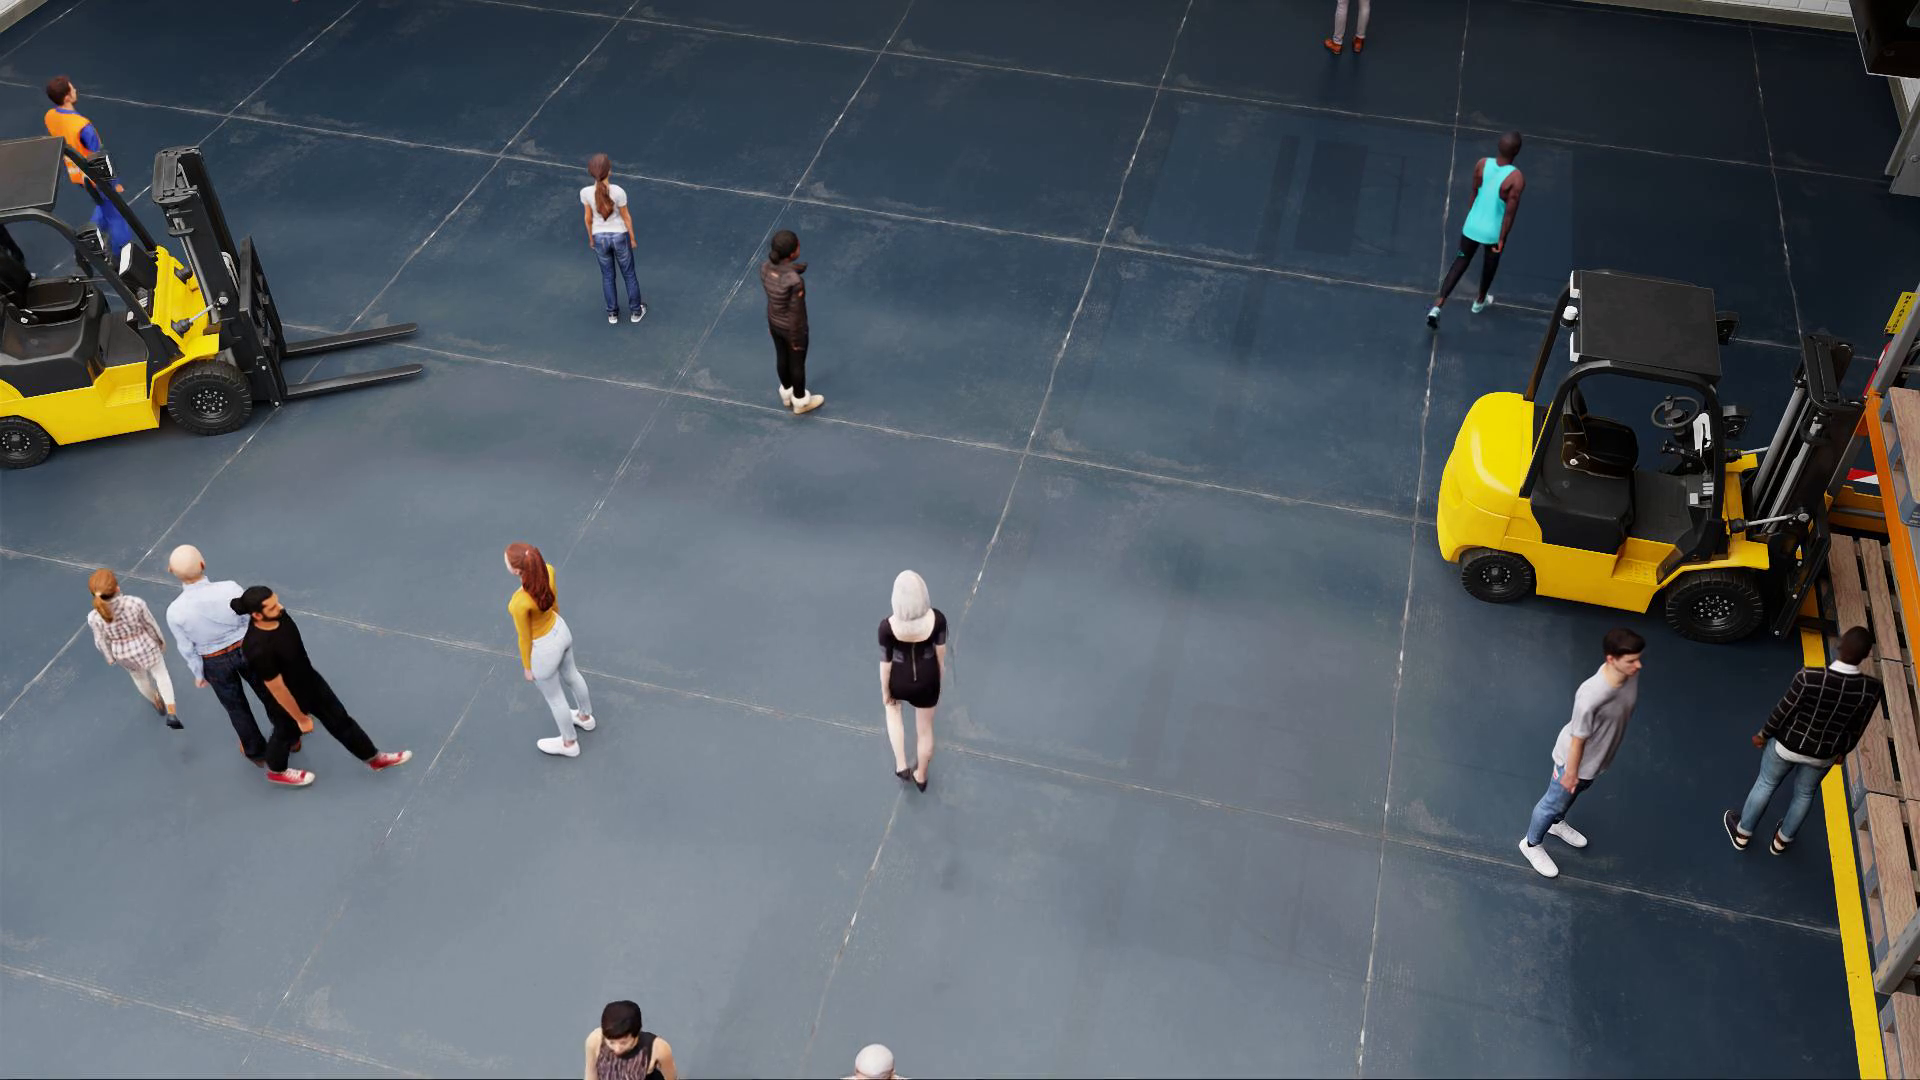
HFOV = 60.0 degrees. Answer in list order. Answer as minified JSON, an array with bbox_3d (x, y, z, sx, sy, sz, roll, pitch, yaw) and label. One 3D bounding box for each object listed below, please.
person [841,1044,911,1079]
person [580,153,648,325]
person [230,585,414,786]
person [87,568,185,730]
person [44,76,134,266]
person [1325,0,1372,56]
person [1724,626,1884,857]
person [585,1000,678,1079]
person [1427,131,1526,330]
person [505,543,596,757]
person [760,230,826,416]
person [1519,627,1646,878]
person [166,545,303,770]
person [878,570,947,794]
[{"bbox_3d":[-0.382,2.901,8.009,0.654,1.702,0.598,2,44,2],"label":"person"},{"bbox_3d":[-2.888,-2.504,13.784,0.588,1.562,0.583,0,44,0],"label":"person"},{"bbox_3d":[-4.120,0.935,10.068,0.941,1.708,1.168,-1,44,-1],"label":"person"},{"bbox_3d":[-5.240,0.731,10.578,0.801,1.299,0.865,-21,48,-21],"label":"person"},{"bbox_3d":[-7.425,-3.024,14.120,0.816,1.852,0.896,24,49,23],"label":"person"},{"bbox_3d":[4.113,-5.920,17.178,0.766,1.827,0.708,-6,44,-7],"label":"person"},{"bbox_3d":[4.946,1.194,9.715,0.658,1.820,0.535,11,45,11],"label":"person"},{"bbox_3d":[-1.596,2.697,8.328,0.594,1.557,1.027,9,44,9],"label":"person"},{"bbox_3d":[4.241,-2.509,13.632,0.950,1.779,1.208,31,52,29],"label":"person"},{"bbox_3d":[-2.549,0.662,10.327,0.630,1.747,0.460,13,45,13],"label":"person"},{"bbox_3d":[-1.327,-1.651,12.817,0.731,1.660,0.672,12,45,12],"label":"person"},{"bbox_3d":[3.639,1.201,9.657,0.698,1.890,0.817,-33,53,-30],"label":"person"},{"bbox_3d":[-4.478,0.729,10.225,0.713,1.789,0.792,-26,49,-24],"label":"person"},{"bbox_3d":[-0.257,0.921,10.005,0.688,1.816,0.729,-8,44,-8],"label":"person"}]
